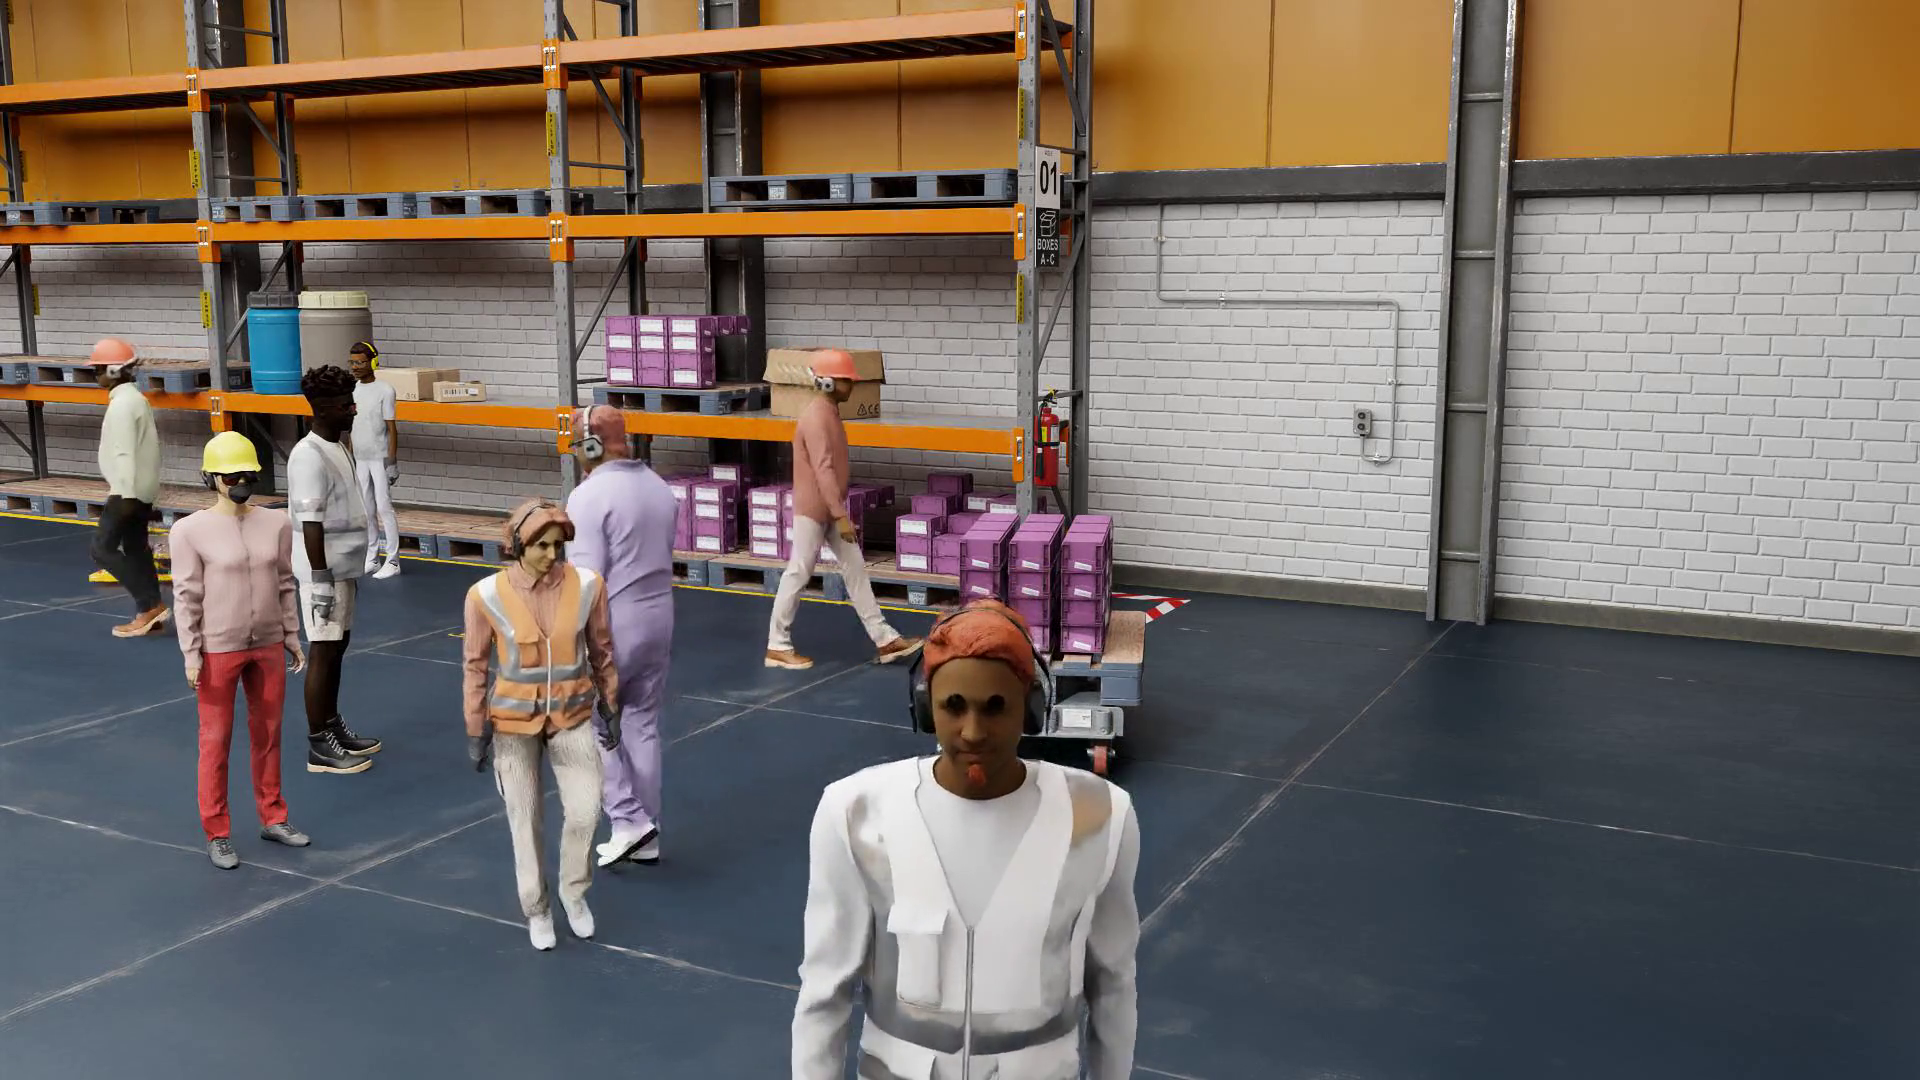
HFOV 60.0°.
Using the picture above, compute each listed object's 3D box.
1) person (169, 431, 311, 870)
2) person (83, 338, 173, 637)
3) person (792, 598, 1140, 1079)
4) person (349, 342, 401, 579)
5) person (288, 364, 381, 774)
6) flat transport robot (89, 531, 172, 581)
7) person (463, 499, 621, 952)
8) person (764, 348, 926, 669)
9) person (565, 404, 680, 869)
[{"bbox_3d":[-2.931,0.437,6.798,0.309,1.769,0.525,7,11,36],"label":"person"},{"bbox_3d":[-5.443,-0.325,10.840,0.447,1.973,0.644,-3,10,-17],"label":"person"},{"bbox_3d":[0.008,1.034,2.837,0.593,1.860,0.752,1,9,4],"label":"person"},{"bbox_3d":[-4.630,-0.624,13.066,0.509,1.860,0.333,5,10,27],"label":"person"},{"bbox_3d":[-3.040,0.133,8.056,0.364,1.964,0.612,-1,9,-9],"label":"person"},{"bbox_3d":[-6.348,0.118,13.363,0.652,0.197,1.431,-1,9,-4],"label":"flat transport robot"},{"bbox_3d":[-1.466,0.656,5.853,0.556,1.619,0.391,-4,10,-26],"label":"person"},{"bbox_3d":[-0.722,-0.169,9.997,1.025,1.940,0.620,2,9,13],"label":"person"},{"bbox_3d":[-1.380,0.396,6.713,0.416,1.876,0.672,4,10,26],"label":"person"}]
